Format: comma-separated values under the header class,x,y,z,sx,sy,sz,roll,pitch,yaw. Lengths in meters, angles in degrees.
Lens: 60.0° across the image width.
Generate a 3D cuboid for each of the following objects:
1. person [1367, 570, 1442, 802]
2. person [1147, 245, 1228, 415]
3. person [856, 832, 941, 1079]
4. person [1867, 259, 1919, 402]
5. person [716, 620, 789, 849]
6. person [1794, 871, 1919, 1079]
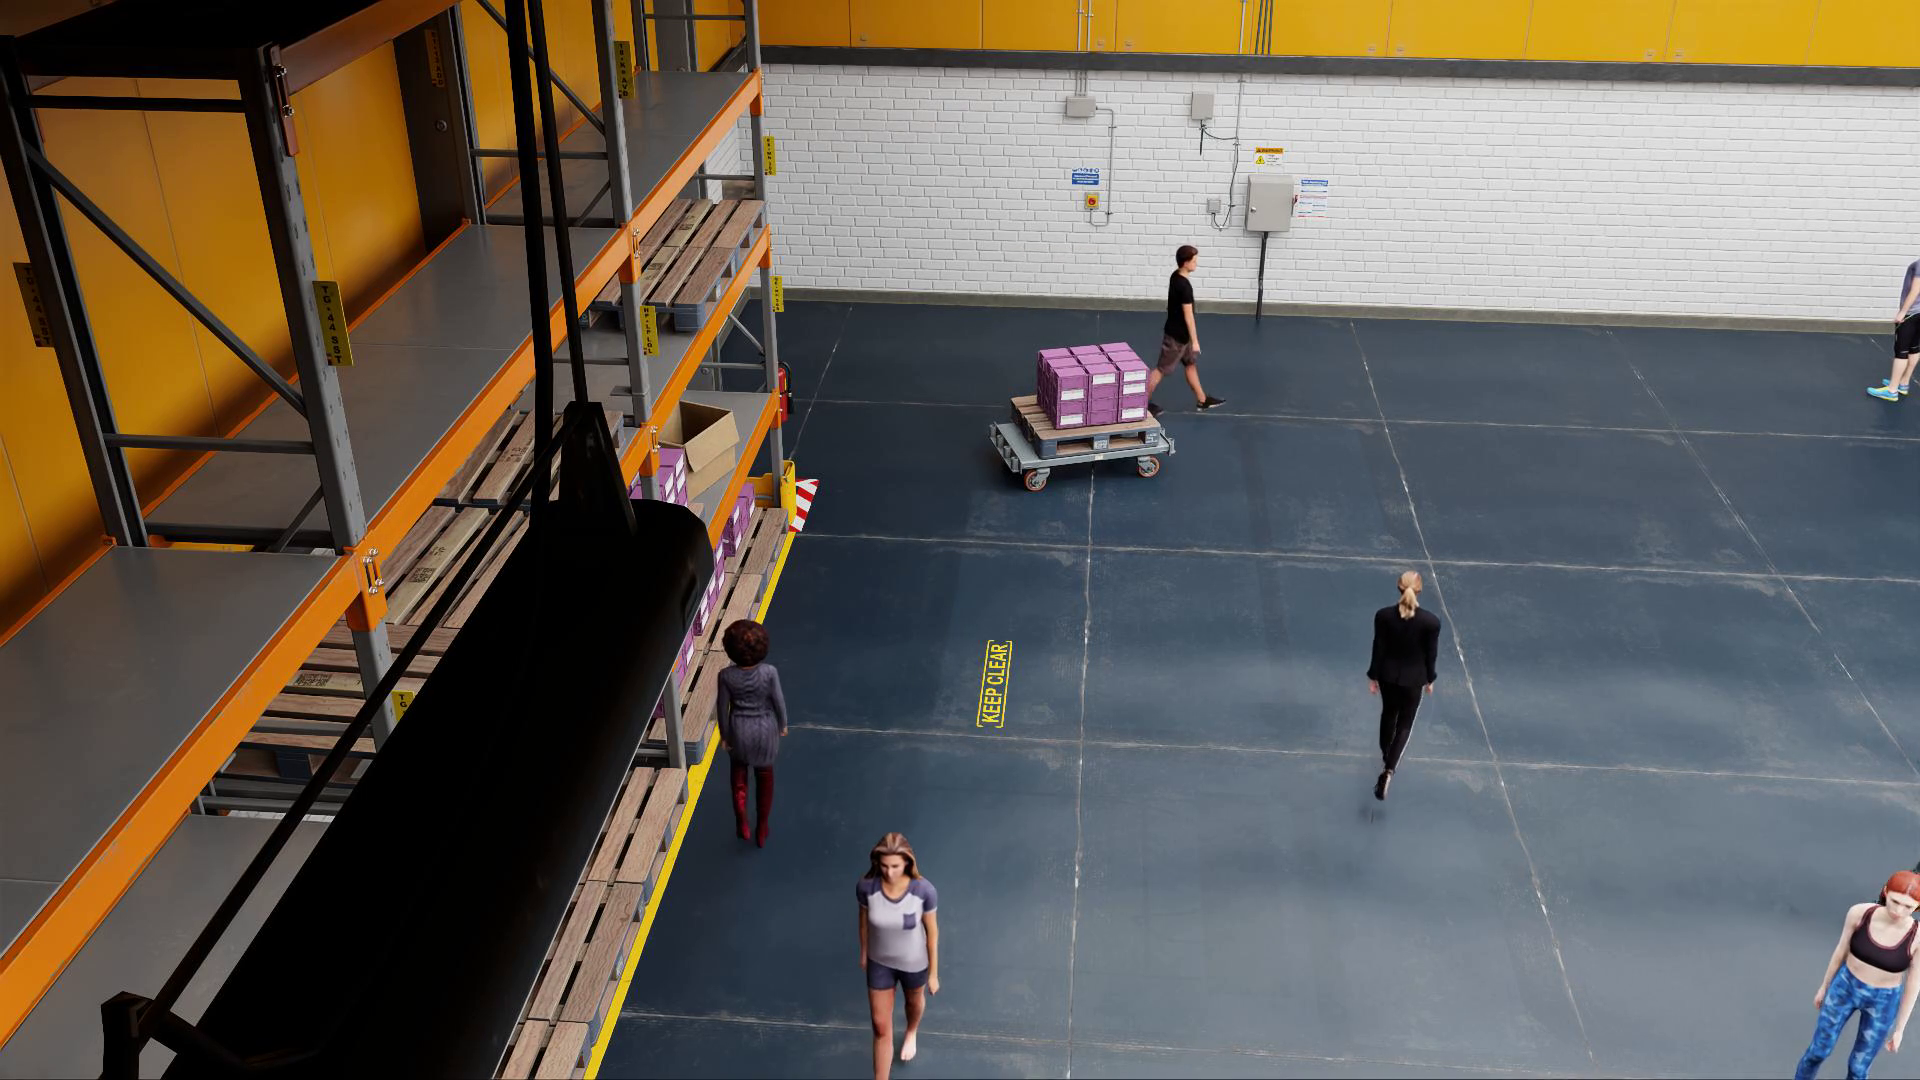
class,x,y,z,sx,sy,sz,roll,pitch,yaw
person,3.013,1.022,11.402,0.860,1.680,1.110,13,31,23
person,2.141,-2.098,16.986,0.838,1.810,1.173,-1,29,-1
person,-0.314,2.256,9.129,0.644,1.691,1.018,3,29,6
person,10.031,-2.397,17.457,0.751,1.884,0.799,-20,34,-32
person,-1.351,1.321,10.832,0.615,1.702,0.634,-1,29,-2
person,4.744,2.435,8.710,0.733,1.778,0.783,21,35,33
